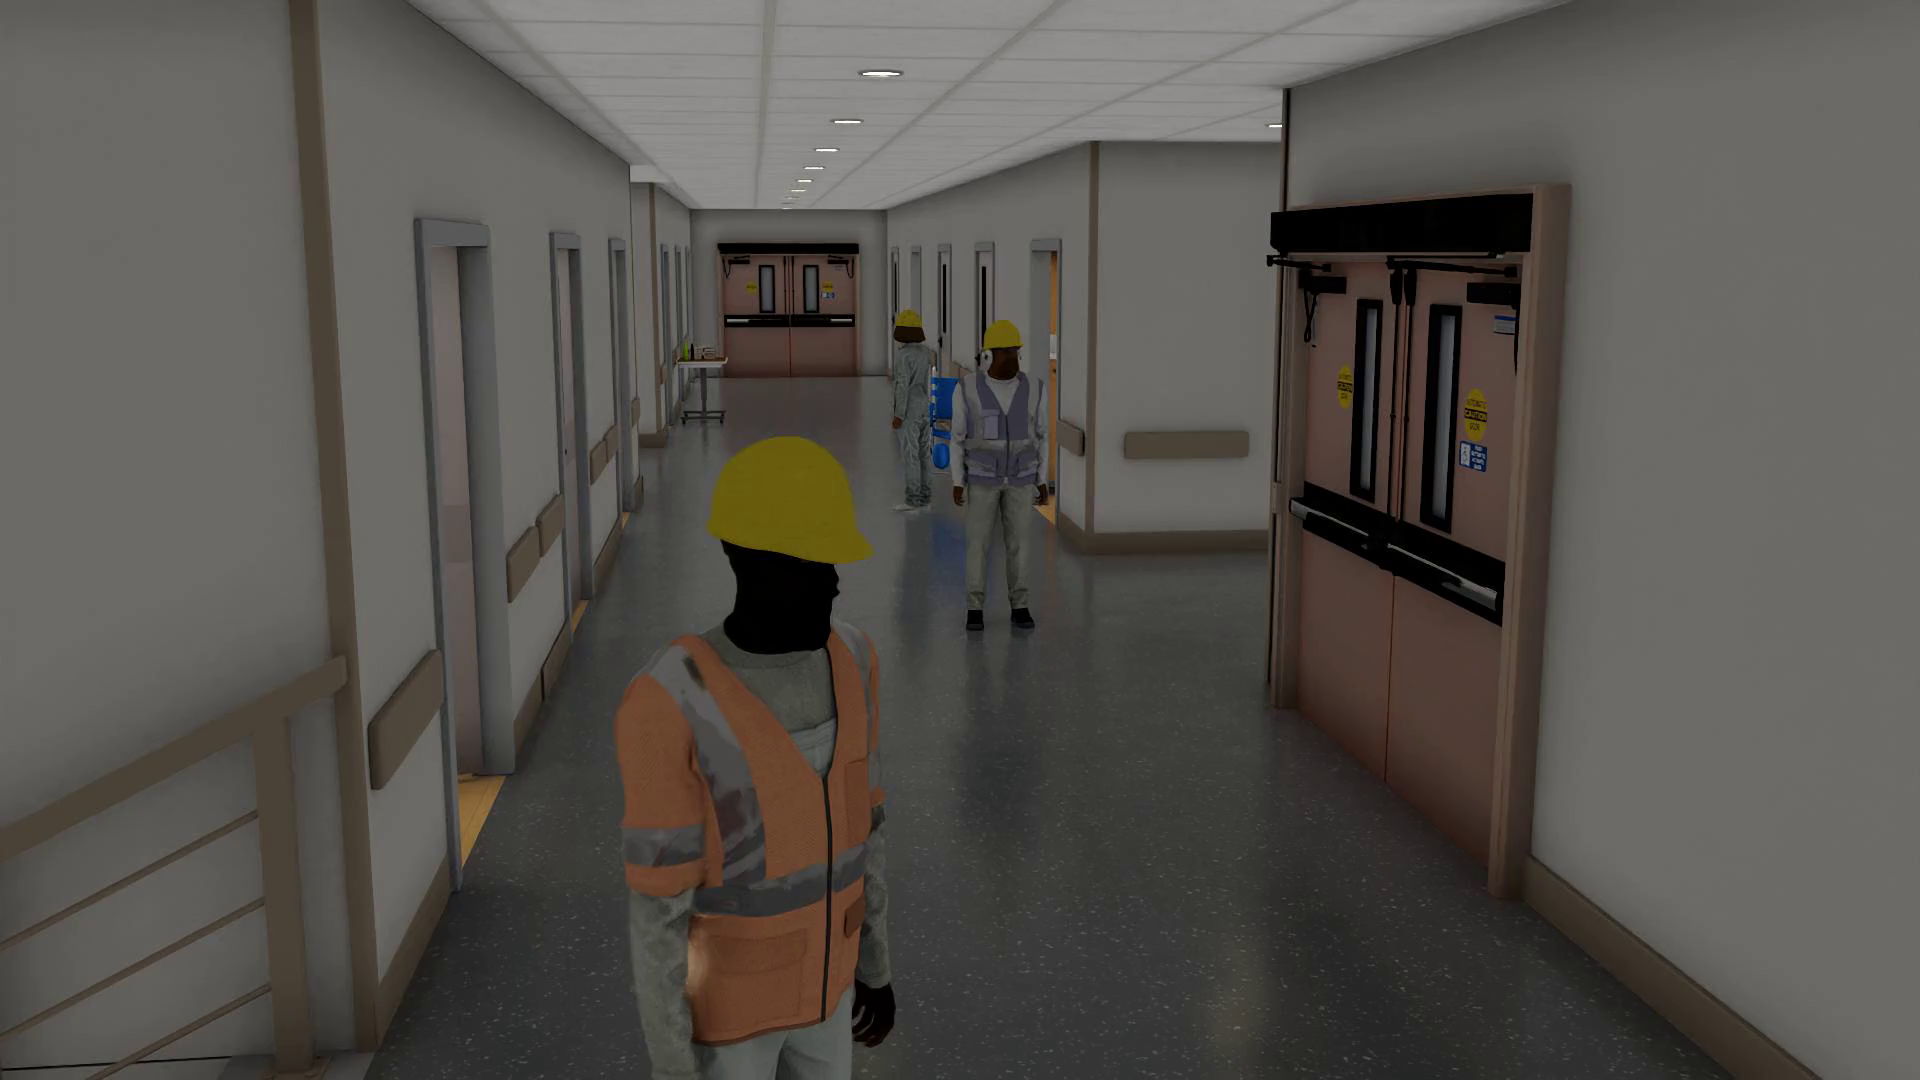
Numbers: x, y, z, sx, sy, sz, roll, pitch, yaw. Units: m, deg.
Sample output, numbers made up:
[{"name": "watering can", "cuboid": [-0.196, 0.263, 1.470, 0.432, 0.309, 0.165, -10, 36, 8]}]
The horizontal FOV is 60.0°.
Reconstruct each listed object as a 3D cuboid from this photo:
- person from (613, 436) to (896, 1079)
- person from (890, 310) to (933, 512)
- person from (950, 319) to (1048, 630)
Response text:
[{"name": "person", "cuboid": [-0.316, 0.773, 2.897, 0.397, 1.920, 0.586, 7, 12, 36]}, {"name": "person", "cuboid": [-0.432, -1.109, 14.355, 0.299, 1.745, 0.483, 5, 11, 27]}, {"name": "person", "cuboid": [0.240, -0.381, 9.846, 0.600, 1.836, 0.404, -2, 10, -10]}]
